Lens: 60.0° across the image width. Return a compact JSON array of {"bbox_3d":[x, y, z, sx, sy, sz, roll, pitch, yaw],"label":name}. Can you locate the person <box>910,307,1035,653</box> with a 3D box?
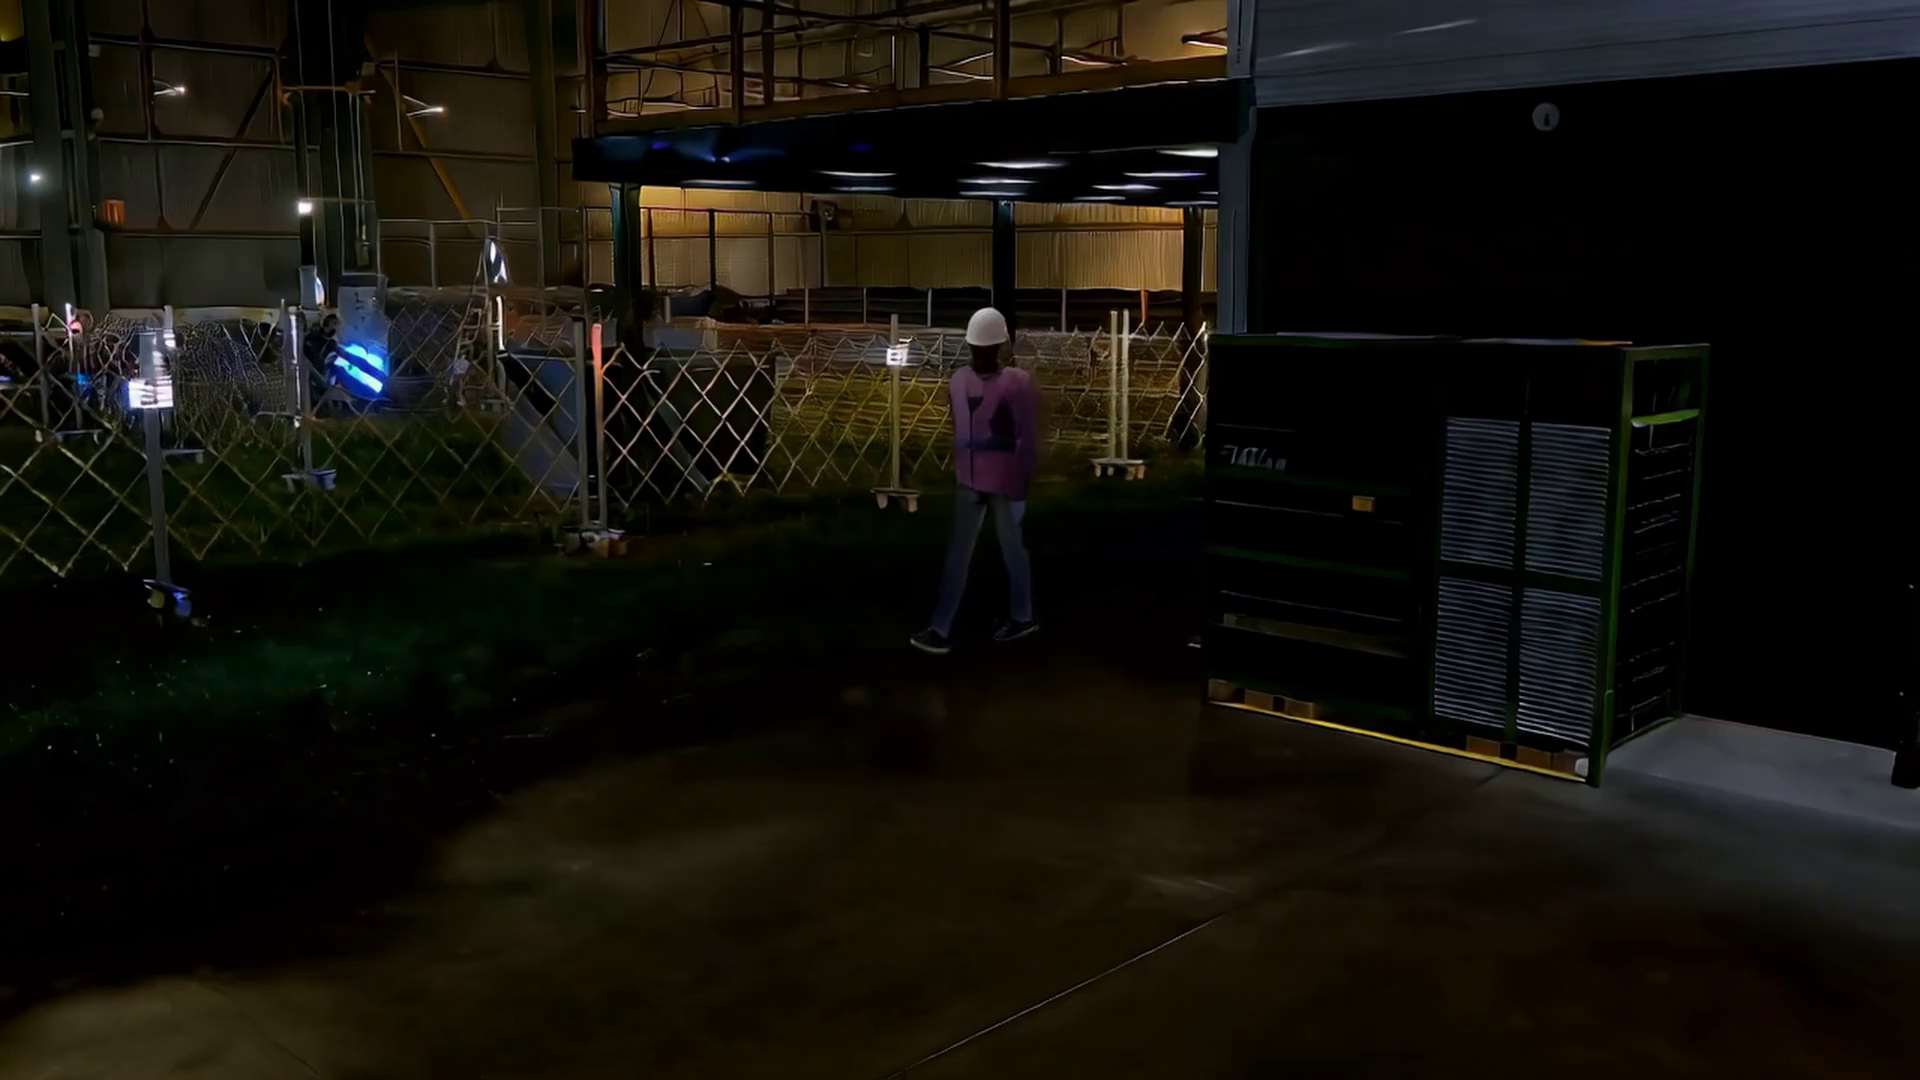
[{"bbox_3d":[0.139,-0.318,9.001,0.603,1.862,1.025,7,11,36],"label":"person"}]

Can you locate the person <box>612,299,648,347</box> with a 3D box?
[{"bbox_3d":[-3.337,-1.602,16.843,0.479,1.880,0.581,-6,11,-33],"label":"person"}]
